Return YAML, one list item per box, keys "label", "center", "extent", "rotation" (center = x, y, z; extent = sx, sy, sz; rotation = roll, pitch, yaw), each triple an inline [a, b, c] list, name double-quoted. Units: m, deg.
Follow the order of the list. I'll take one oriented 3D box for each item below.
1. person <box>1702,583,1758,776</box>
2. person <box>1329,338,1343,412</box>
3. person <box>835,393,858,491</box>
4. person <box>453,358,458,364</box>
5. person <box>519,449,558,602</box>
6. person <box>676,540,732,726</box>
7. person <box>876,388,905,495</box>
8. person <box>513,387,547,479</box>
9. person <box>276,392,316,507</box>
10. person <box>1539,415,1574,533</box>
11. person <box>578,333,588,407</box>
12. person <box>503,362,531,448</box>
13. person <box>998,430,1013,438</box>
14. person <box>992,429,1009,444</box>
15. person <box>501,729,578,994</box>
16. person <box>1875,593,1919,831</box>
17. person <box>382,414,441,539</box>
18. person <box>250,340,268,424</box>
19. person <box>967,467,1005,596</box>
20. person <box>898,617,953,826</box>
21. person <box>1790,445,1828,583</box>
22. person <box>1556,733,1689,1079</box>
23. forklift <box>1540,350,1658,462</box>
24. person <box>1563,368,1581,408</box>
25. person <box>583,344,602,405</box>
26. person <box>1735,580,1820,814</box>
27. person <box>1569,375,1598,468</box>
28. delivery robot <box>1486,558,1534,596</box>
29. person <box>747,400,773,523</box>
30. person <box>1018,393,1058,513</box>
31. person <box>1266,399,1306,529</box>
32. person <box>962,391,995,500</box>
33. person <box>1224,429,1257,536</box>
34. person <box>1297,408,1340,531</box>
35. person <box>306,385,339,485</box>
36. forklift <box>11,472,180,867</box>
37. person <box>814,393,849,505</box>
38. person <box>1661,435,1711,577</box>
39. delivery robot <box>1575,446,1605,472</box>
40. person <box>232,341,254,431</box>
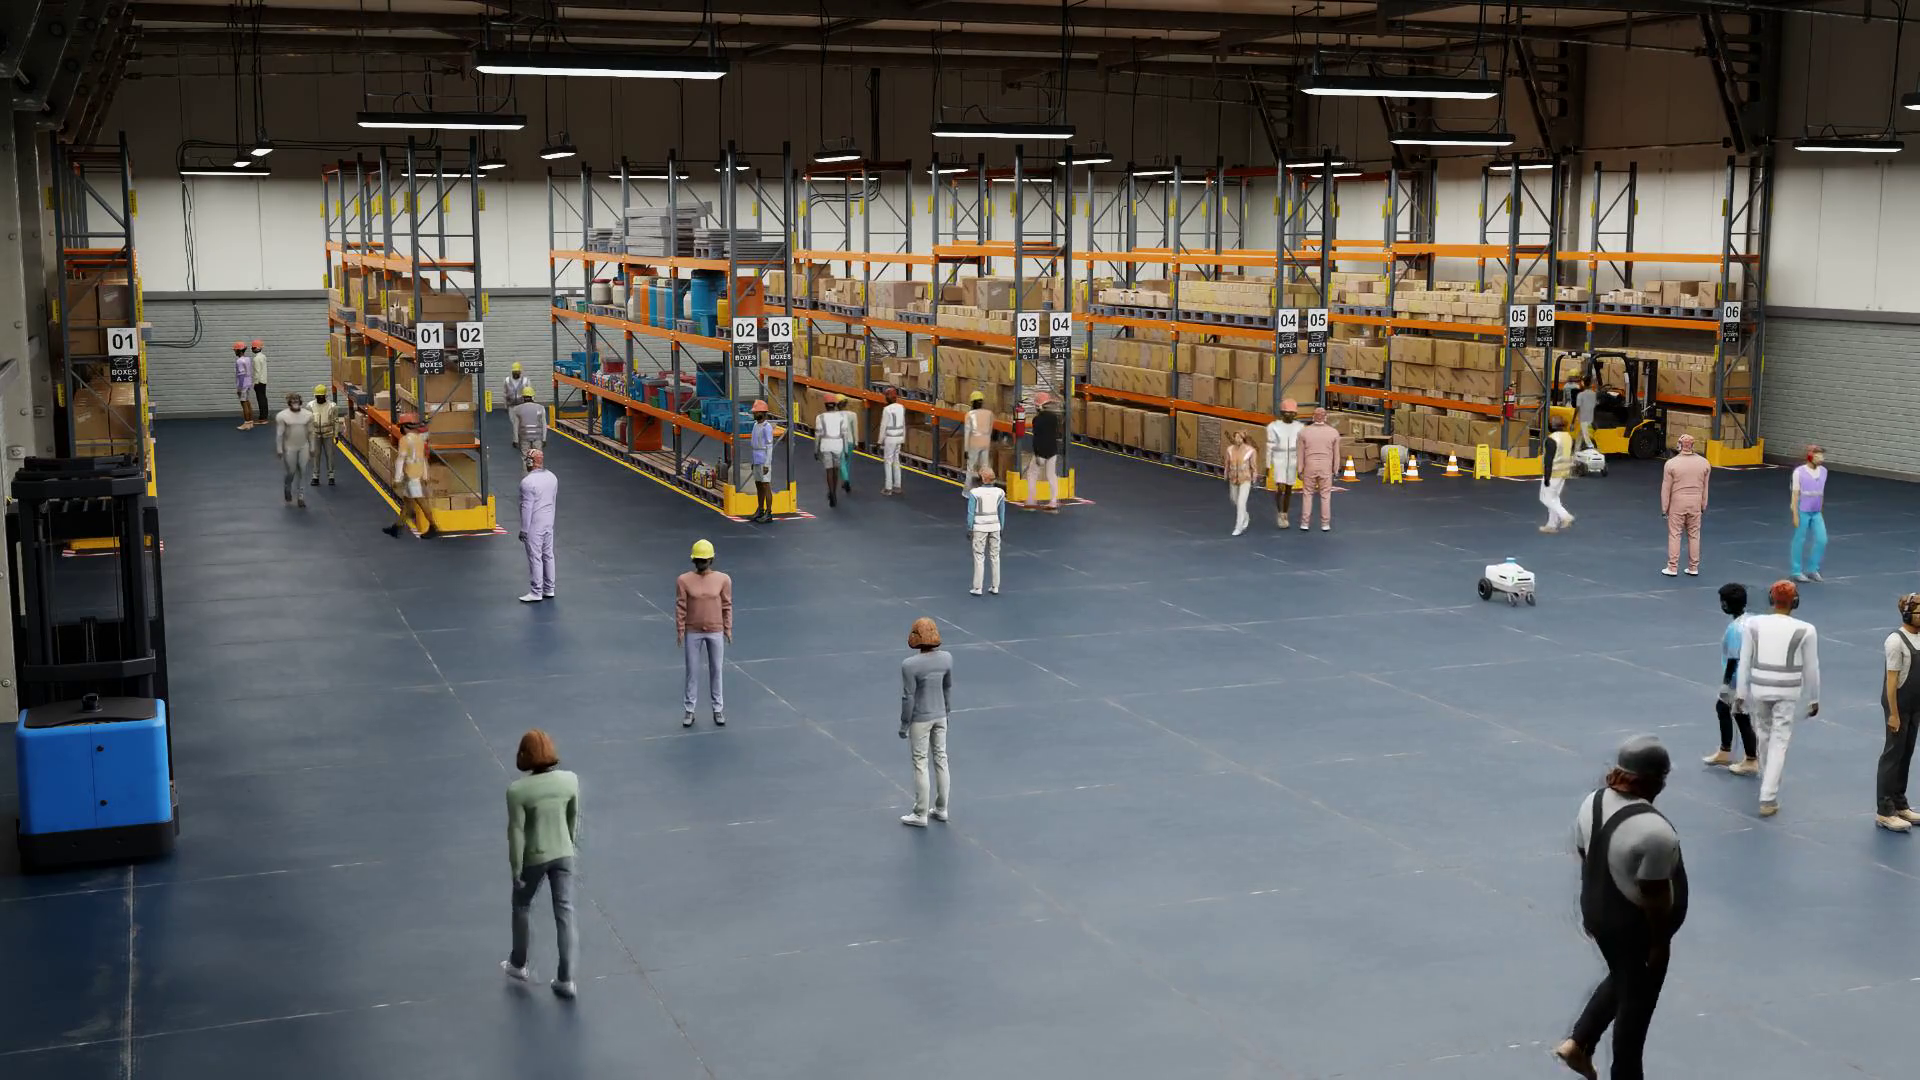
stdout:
- label: "person"
  center: [6.580, 1.180, 17.892]
  extent: [0.621, 1.657, 0.578]
  rotation: [5, 10, 28]
- label: "person"
  center: [9.188, -3.980, 51.398]
  extent: [0.552, 1.931, 0.369]
  rotation: [-2, 9, -14]
- label: "person"
  center: [-2.054, -1.728, 37.085]
  extent: [0.535, 1.734, 0.810]
  rotation: [-3, 9, -18]
- label: "person"
  center: [-10.888, -3.015, 45.262]
  extent: [0.522, 1.852, 0.785]
  rotation: [-5, 10, -29]
- label: "person"
  center: [-5.308, -0.188, 26.210]
  extent: [0.410, 1.909, 0.643]
  rotation: [4, 9, 23]
- label: "person"
  center: [-2.396, 0.865, 19.658]
  extent: [0.528, 1.765, 0.327]
  rotation: [-1, 9, -8]
- label: "person"
  center: [-1.182, -1.728, 36.623]
  extent: [0.386, 1.878, 0.581]
  rotation: [5, 10, 29]
- label: "person"
  center: [-7.667, -1.817, 37.330]
  extent: [0.592, 1.828, 0.404]
  rotation: [-2, 9, -16]
- label: "person"
  center: [-11.113, -1.520, 35.065]
  extent: [0.627, 1.921, 0.502]
  rotation: [-5, 10, -31]
- label: "person"
  center: [9.095, -0.994, 31.847]
  extent: [0.530, 1.823, 0.646]
  rotation: [8, 12, 42]
- label: "person"
  center: [-9.608, -4.414, 54.209]
  extent: [0.602, 1.958, 0.390]
  rotation: [7, 11, 40]
- label: "person"
  center: [-9.430, -2.902, 44.649]
  extent: [0.604, 1.813, 0.702]
  rotation: [-1, 9, -7]
- label: "person"
  center: [1.058, -3.202, 46.224]
  extent: [0.429, 1.923, 0.655]
  rotation: [3, 9, 18]
- label: "person"
  center: [0.867, -2.955, 44.810]
  extent: [0.620, 1.870, 0.969]
  rotation: [-1, 9, -8]
- label: "person"
  center: [-2.590, 1.957, 12.907]
  extent: [0.513, 1.607, 0.731]
  rotation: [-6, 10, -35]
- label: "person"
  center: [7.380, 1.324, 16.331]
  extent: [0.505, 1.846, 0.346]
  rotation: [-8, 12, -43]
- label: "person"
  center: [-8.253, -0.949, 31.433]
  extent: [0.962, 1.870, 0.640]
  rotation: [2, 9, 10]
- label: "person"
  center: [-16.612, -3.750, 49.651]
  extent: [0.370, 1.996, 0.622]
  rotation: [-1, 9, -4]
- label: "person"
  center: [0.337, -0.115, 26.637]
  extent: [0.519, 1.633, 0.312]
  rotation: [-4, 9, -23]
- label: "person"
  center: [-0.269, 1.416, 16.421]
  extent: [0.501, 1.633, 0.279]
  rotation: [-8, 11, -42]
- label: "person"
  center: [11.166, -0.333, 27.434]
  extent: [0.614, 1.819, 0.607]
  rotation: [-4, 9, -24]
- label: "person"
  center: [3.599, 2.026, 11.138]
  extent: [0.550, 2.000, 0.690]
  rotation: [-3, 9, -17]
- label: "forklift"
  center: [12.897, -2.725, 42.309]
  extent: [2.313, 2.155, 1.214]
  rotation: [-3, 9, -21]
- label: "person"
  center: [12.715, -2.688, 43.439]
  extent: [0.308, 1.743, 0.495]
  rotation: [-4, 9, -26]
- label: "person"
  center: [-8.576, -3.730, 49.684]
  extent: [0.824, 1.954, 0.644]
  rotation: [-1, 9, -6]
- label: "person"
  center: [6.654, 1.233, 16.952]
  extent: [0.603, 1.836, 0.951]
  rotation: [7, 11, 39]
- label: "person"
  center: [12.039, -2.270, 40.389]
  extent: [0.540, 1.823, 0.971]
  rotation: [-7, 11, -38]
- label: "delivery robot"
  center: [6.871, 0.466, 26.158]
  extent: [0.477, 0.478, 0.707]
  rotation: [-2, 9, -15]
- label: "person"
  center: [-3.158, -1.248, 33.155]
  extent: [0.347, 1.943, 0.545]
  rotation: [-5, 10, -32]
- label: "person"
  center: [1.307, -1.435, 34.348]
  extent: [0.614, 1.963, 0.822]
  rotation: [-8, 12, -42]
- label: "person"
  center: [5.076, -1.171, 32.375]
  extent: [0.630, 2.015, 0.787]
  rotation: [-1, 9, -6]
- label: "person"
  center: [0.315, -1.594, 35.717]
  extent: [0.611, 1.869, 0.871]
  rotation: [-4, 9, -25]
- label: "person"
  center: [4.303, -0.901, 31.939]
  extent: [0.524, 1.618, 0.703]
  rotation: [6, 10, 34]
- label: "person"
  center: [5.516, -1.088, 32.237]
  extent: [0.650, 1.902, 0.401]
  rotation: [1, 9, 8]
- label: "person"
  center: [-11.560, -1.908, 37.952]
  extent: [0.588, 1.823, 0.403]
  rotation: [-1, 9, -8]
- label: "forklift"
  center: [-6.630, 0.886, 15.957]
  extent: [1.129, 2.768, 1.873]
  rotation: [-3, 9, -21]
- label: "person"
  center: [-2.174, -1.540, 35.348]
  extent: [0.549, 1.879, 1.015]
  rotation: [-2, 9, -15]
- label: "person"
  center: [9.717, -0.468, 28.121]
  extent: [0.636, 1.899, 0.402]
  rotation: [0, 9, -2]
- label: "delivery robot"
  center: [11.885, -1.533, 39.489]
  extent: [0.477, 0.478, 0.707]
  rotation: [-1, 8, -4]
- label: "person"
  center: [-16.494, -3.540, 48.105]
  extent: [0.391, 2.040, 0.614]
  rotation: [0, 9, -1]
